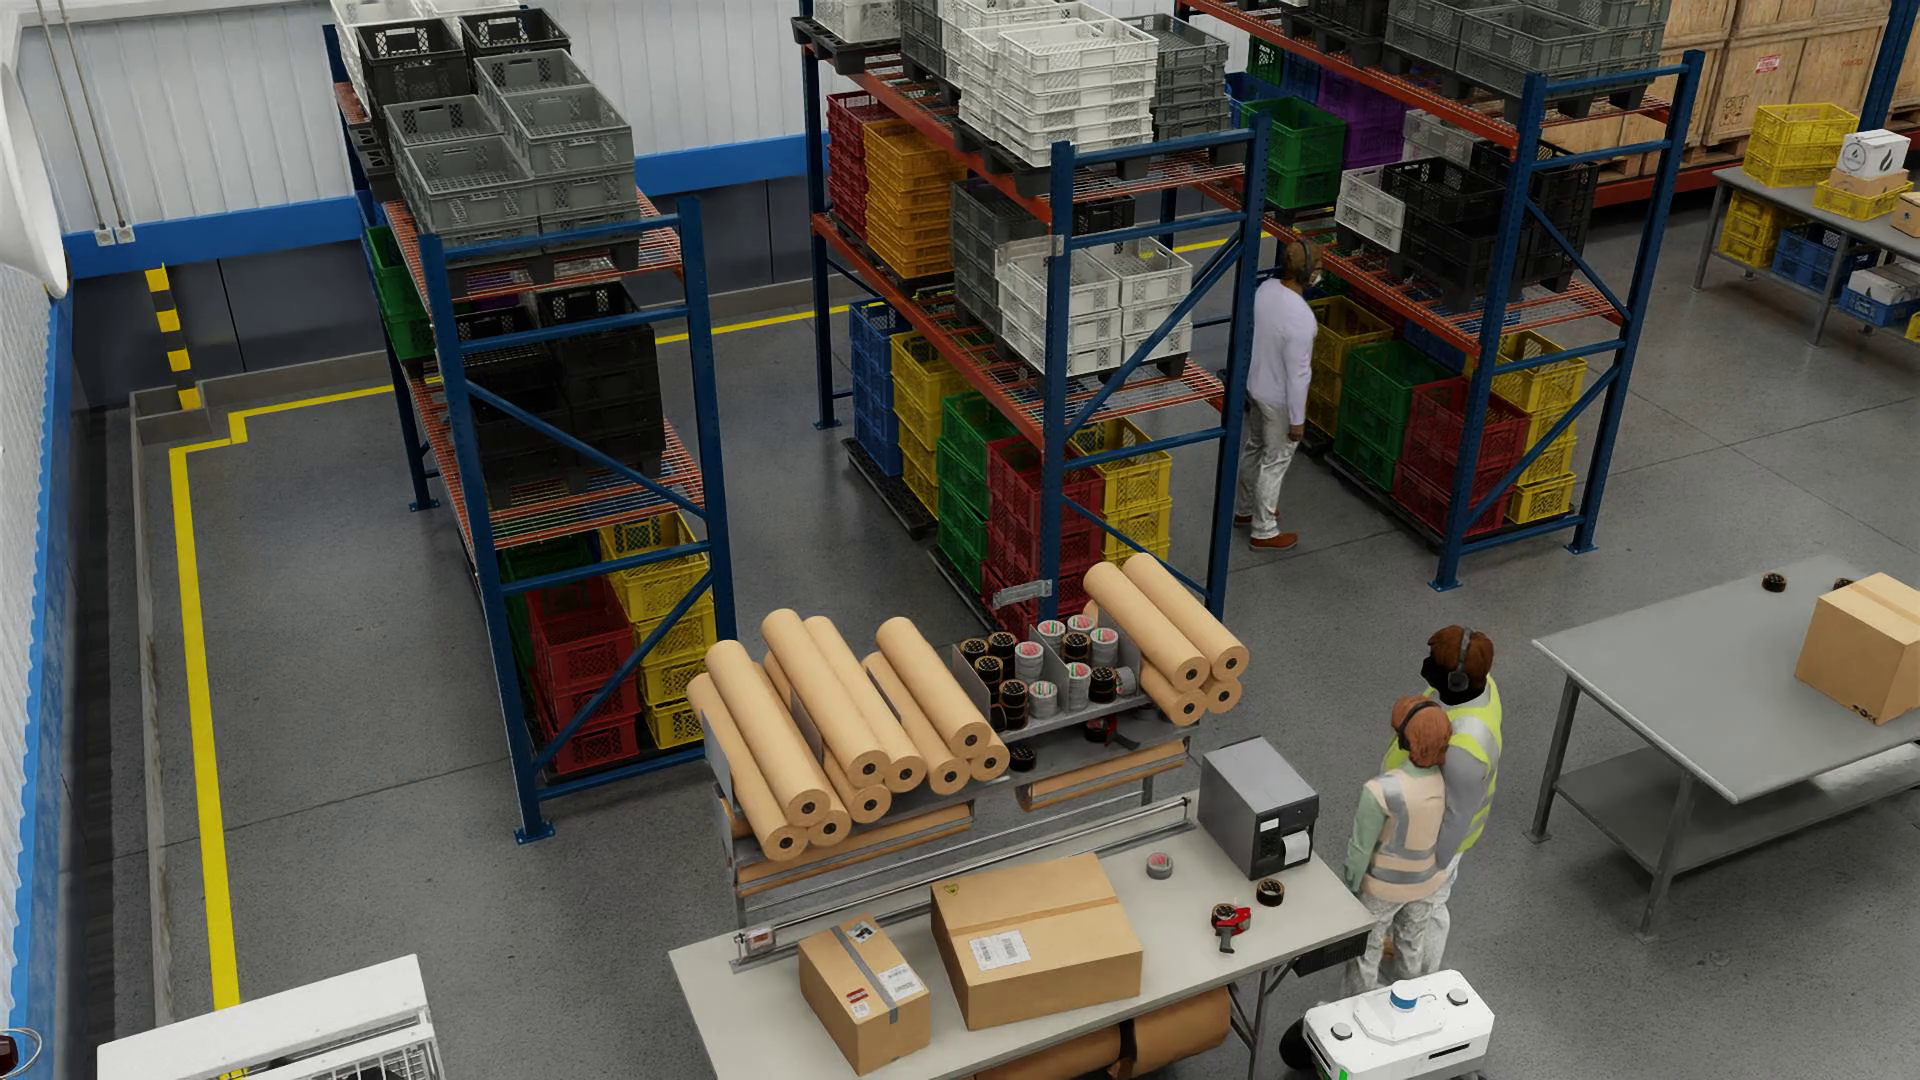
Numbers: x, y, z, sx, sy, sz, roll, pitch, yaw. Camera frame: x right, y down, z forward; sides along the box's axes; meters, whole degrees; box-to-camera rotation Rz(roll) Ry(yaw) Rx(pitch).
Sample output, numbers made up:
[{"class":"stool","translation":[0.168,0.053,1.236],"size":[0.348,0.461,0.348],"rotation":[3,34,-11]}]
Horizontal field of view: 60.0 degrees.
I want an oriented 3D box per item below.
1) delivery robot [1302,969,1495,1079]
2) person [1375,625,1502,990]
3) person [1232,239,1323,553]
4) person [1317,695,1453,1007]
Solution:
[{"class":"delivery robot","translation":[1.701,1.919,6.472],"size":[0.707,0.478,0.477],"rotation":[-11,33,-17]},{"class":"person","translation":[1.870,1.120,6.638],"size":[0.429,1.842,0.633],"rotation":[8,32,12]},{"class":"person","translation":[1.861,-0.839,9.735],"size":[0.368,1.931,0.632],"rotation":[-7,32,-11]},{"class":"person","translation":[1.721,1.318,6.514],"size":[0.530,1.631,0.313],"rotation":[-14,34,-22]}]
